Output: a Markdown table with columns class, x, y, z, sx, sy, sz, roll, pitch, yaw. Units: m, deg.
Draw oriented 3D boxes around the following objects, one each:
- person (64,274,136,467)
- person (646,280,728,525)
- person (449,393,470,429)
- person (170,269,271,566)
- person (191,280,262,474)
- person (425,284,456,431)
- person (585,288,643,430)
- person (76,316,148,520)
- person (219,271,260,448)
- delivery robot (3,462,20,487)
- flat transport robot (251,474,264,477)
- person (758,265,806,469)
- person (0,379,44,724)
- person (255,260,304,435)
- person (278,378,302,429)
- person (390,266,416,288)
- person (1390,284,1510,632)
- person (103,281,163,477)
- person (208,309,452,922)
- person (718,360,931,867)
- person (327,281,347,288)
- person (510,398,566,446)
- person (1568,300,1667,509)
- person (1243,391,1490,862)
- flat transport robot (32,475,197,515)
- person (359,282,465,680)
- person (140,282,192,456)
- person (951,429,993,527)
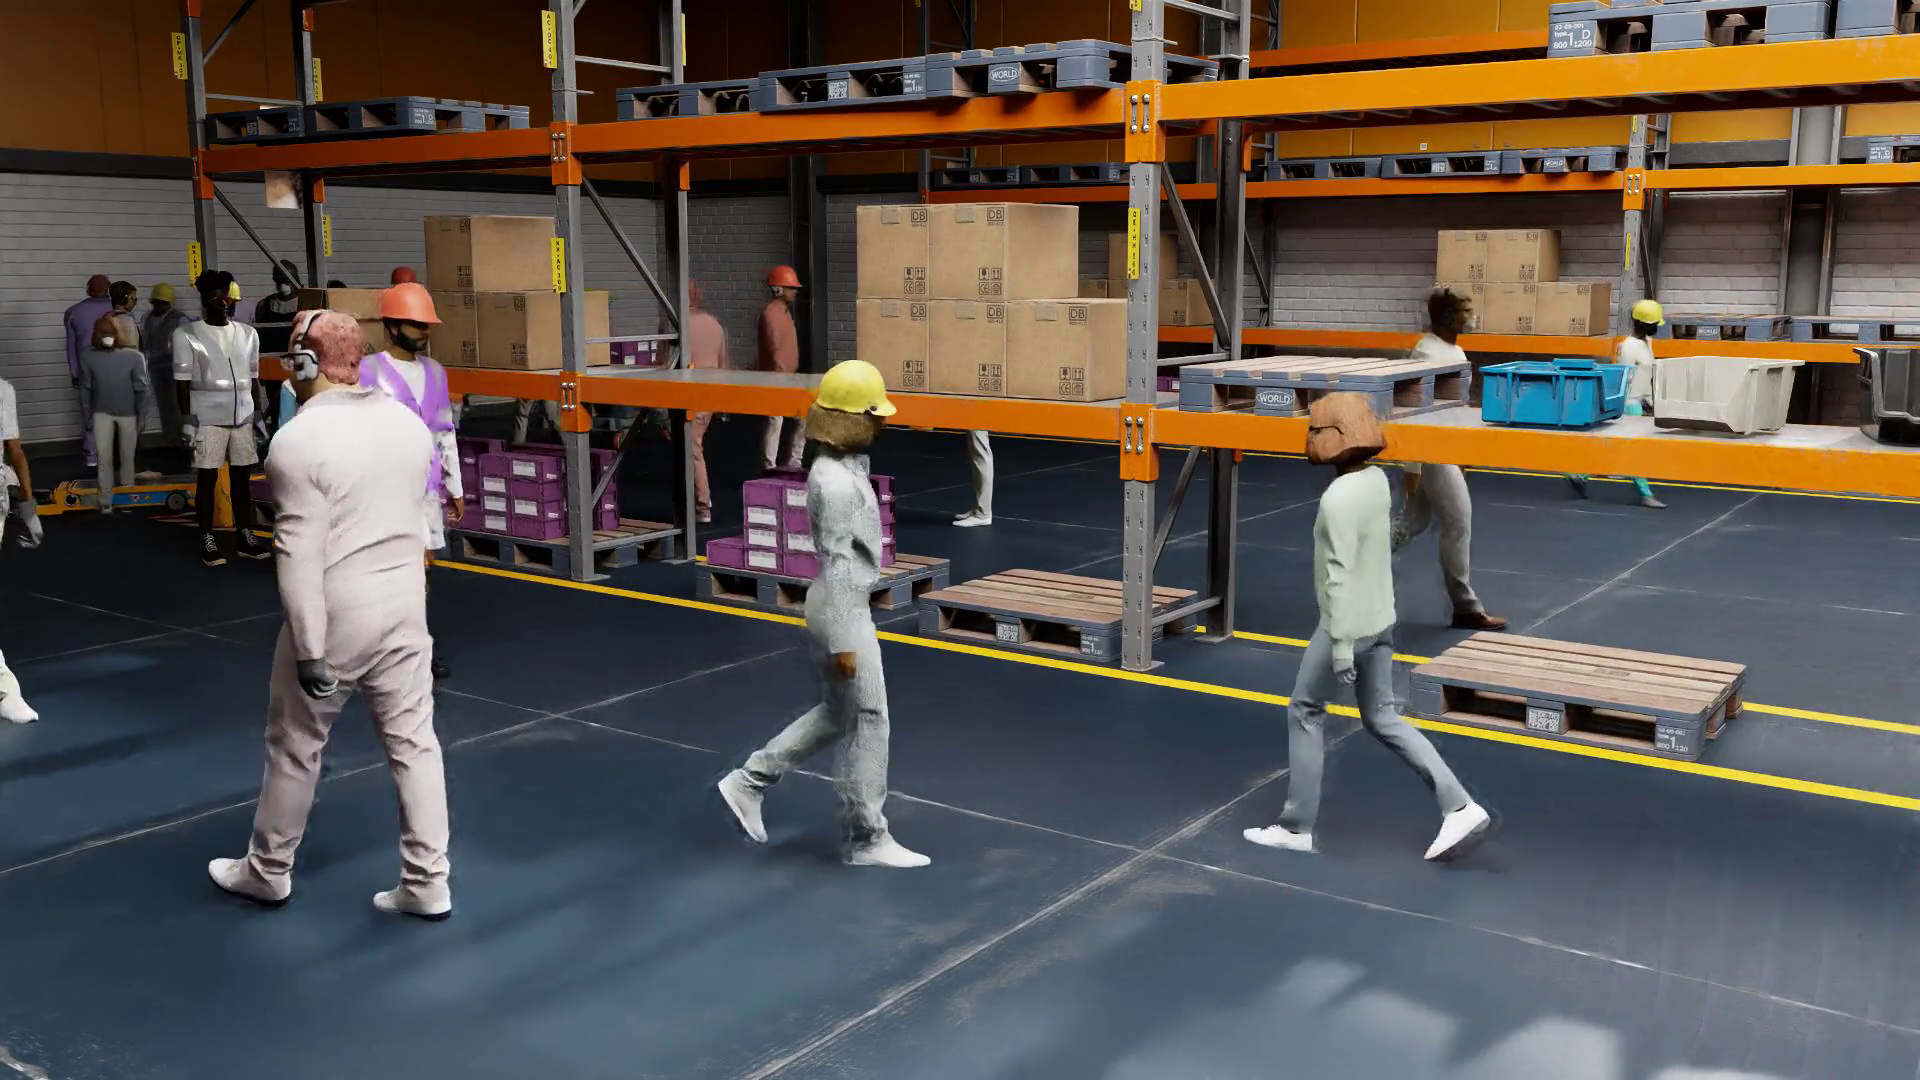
| class | x | y | z | sx | sy | sz | roll | pitch | yaw |
| --- | --- | --- | --- | --- | --- | --- | --- | --- | --- |
| person | -8.431 | -1.664 | 16.414 | 0.656 | 1.895 | 0.398 | -3 | 10 | -20 |
| person | -2.111 | -1.059 | 12.812 | 0.563 | 1.887 | 0.665 | 5 | 11 | 27 |
| person | -4.535 | -1.226 | 14.403 | 0.562 | 1.663 | 0.587 | -9 | 13 | -42 |
| person | -4.936 | -0.820 | 11.143 | 0.366 | 1.965 | 0.607 | 7 | 12 | 36 |
| person | -6.456 | -1.337 | 14.531 | 0.601 | 1.876 | 1.000 | 0 | 10 | 3 |
| person | -5.606 | -1.913 | 18.023 | 0.542 | 1.842 | 0.695 | -3 | 10 | -19 |
| person | -4.100 | -2.044 | 19.159 | 0.908 | 1.718 | 0.521 | -8 | 13 | -41 |
| person | -6.642 | -0.961 | 13.079 | 0.507 | 1.589 | 0.785 | -4 | 11 | -25 |
| person | -7.758 | -1.908 | 17.776 | 0.369 | 1.913 | 0.597 | 4 | 10 | 23 |
| delivery robot | -7.708 | -0.475 | 13.007 | 0.707 | 0.478 | 0.477 | -5 | 11 | -28 |
| flat transport robot | -5.398 | -0.476 | 14.135 | 1.431 | 0.197 | 0.652 | -6 | 11 | -34 |
| person | -1.497 | -1.395 | 14.521 | 0.593 | 1.974 | 0.636 | 3 | 10 | 15 |
| person | -4.449 | -0.131 | 7.480 | 0.953 | 1.832 | 0.535 | 7 | 12 | 35 |
| person | -6.478 | -1.688 | 16.092 | 0.689 | 2.000 | 0.539 | -1 | 10 | -7 |
| person | -3.845 | -0.462 | 10.120 | 0.850 | 1.600 | 0.519 | 8 | 12 | 40 |
| person | -5.628 | -1.794 | 16.935 | 0.637 | 1.970 | 0.594 | 2 | 10 | 10 |
| person | 2.568 | -0.468 | 9.252 | 0.970 | 1.909 | 0.634 | 5 | 11 | 28 |
| person | -7.673 | -1.458 | 15.322 | 0.504 | 1.840 | 0.345 | 7 | 12 | 35 |
| person | -1.959 | 0.237 | 5.134 | 0.924 | 1.868 | 0.647 | 5 | 11 | 26 |
| person | -0.452 | 0.266 | 5.465 | 0.639 | 1.714 | 0.503 | -1 | 10 | -4 |
| person | -6.488 | -1.798 | 17.450 | 0.535 | 1.814 | 0.977 | -6 | 11 | -33 |
| person | -4.164 | -1.519 | 16.375 | 0.857 | 1.599 | 0.524 | 4 | 11 | 25 |
| person | 5.452 | -1.128 | 13.731 | 0.783 | 1.715 | 0.560 | 6 | 11 | 34 |
| person | 1.392 | 0.302 | 5.570 | 0.760 | 1.597 | 0.512 | 6 | 11 | 34 |
| flat transport robot | -6.749 | -0.384 | 13.584 | 1.431 | 0.197 | 0.652 | -4 | 10 | -24 |
| person | -2.604 | -0.258 | 7.934 | 0.436 | 1.917 | 0.566 | 5 | 11 | 28 |
| person | -8.258 | -1.762 | 17.253 | 0.742 | 1.812 | 0.407 | 3 | 10 | 19 |
| person | 0.095 | -1.057 | 12.668 | 0.387 | 1.927 | 0.589 | 1 | 10 | 7 |
